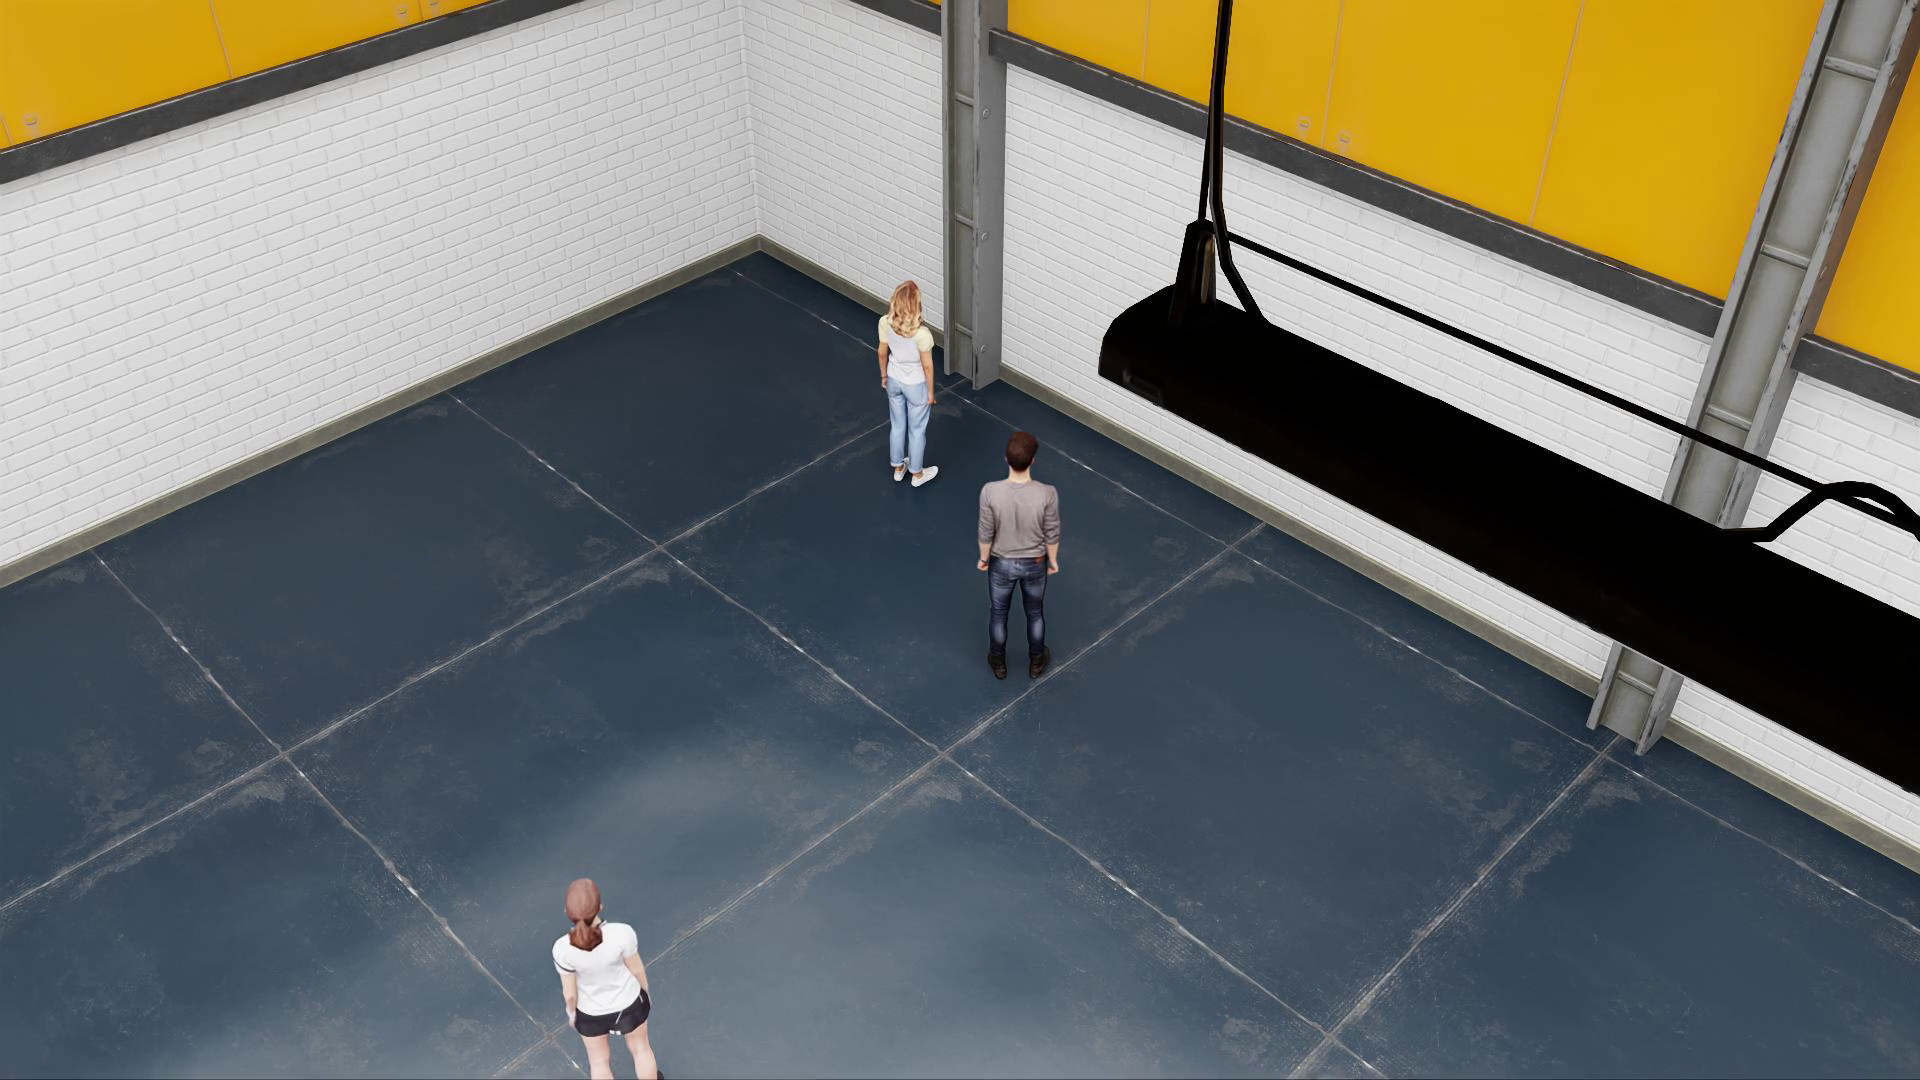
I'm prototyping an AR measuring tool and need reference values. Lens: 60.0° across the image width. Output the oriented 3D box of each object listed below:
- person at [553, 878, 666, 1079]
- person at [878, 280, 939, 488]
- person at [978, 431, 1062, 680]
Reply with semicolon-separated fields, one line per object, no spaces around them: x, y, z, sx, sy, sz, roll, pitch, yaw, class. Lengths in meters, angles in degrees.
-1.726;2.278;8.159;0.659;1.752;0.688;-11;40;-14;person
-0.392;-1.172;12.503;0.562;1.722;0.740;20;43;23;person
0.377;0.131;10.726;0.760;1.904;0.826;1;39;1;person
